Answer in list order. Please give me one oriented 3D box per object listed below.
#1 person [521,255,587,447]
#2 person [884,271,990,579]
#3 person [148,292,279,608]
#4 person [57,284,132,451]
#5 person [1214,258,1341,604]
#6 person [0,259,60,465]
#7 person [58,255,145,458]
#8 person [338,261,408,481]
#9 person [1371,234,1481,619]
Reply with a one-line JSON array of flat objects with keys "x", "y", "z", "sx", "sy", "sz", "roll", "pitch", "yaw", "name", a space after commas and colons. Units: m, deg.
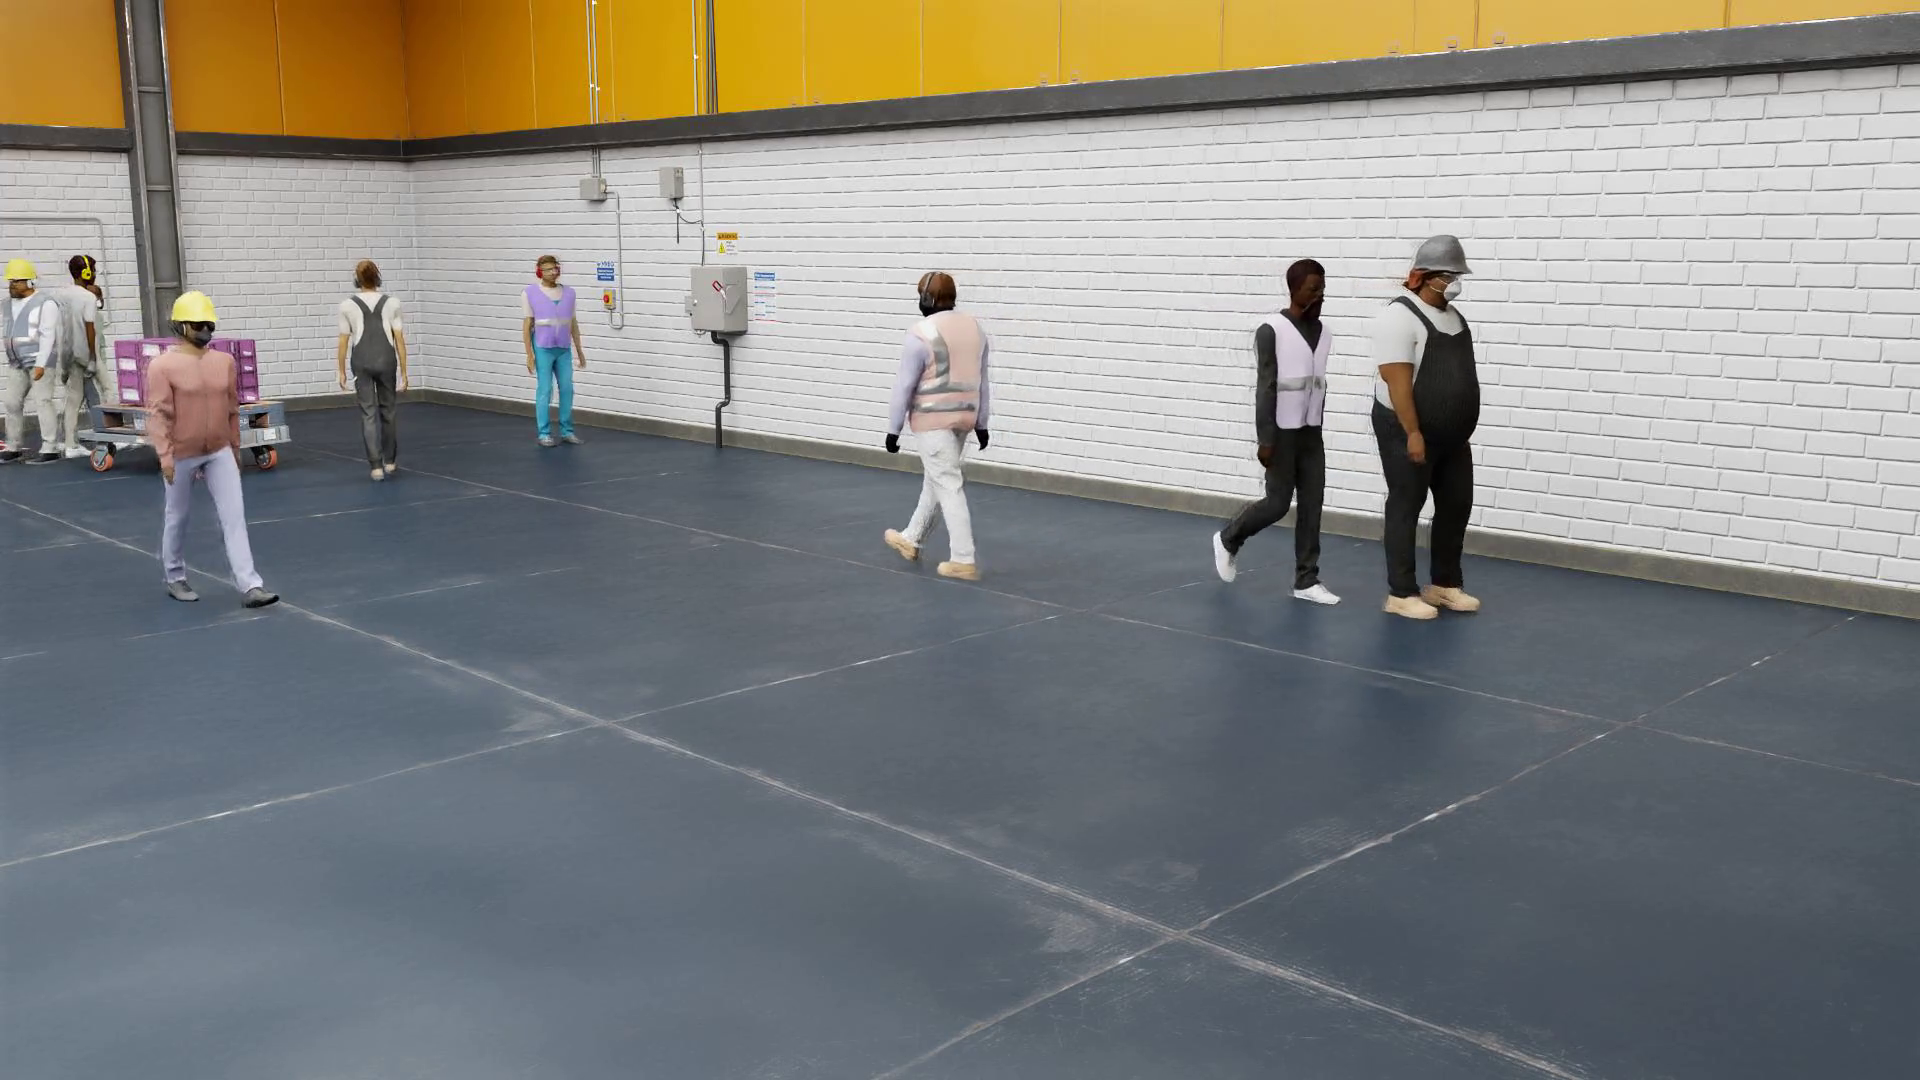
[{"x": -3.914, "y": -1.806, "z": 16.020, "sx": 0.635, "sy": 1.837, "sz": 0.369, "roll": -10, "pitch": 14, "yaw": -43, "name": "person"}, {"x": -0.205, "y": -0.694, "z": 9.976, "sx": 0.918, "sy": 1.799, "sz": 0.659, "roll": 9, "pitch": 14, "yaw": 41, "name": "person"}, {"x": -4.099, "y": -0.478, "z": 9.017, "sx": 0.900, "sy": 1.711, "sz": 0.543, "roll": 7, "pitch": 13, "yaw": 35, "name": "person"}, {"x": -8.133, "y": -1.597, "z": 15.501, "sx": 0.842, "sy": 1.576, "sz": 0.505, "roll": 0, "pitch": 10, "yaw": 2, "name": "person"}, {"x": 1.813, "y": -0.612, "z": 9.277, "sx": 0.607, "sy": 1.897, "sz": 0.726, "roll": -8, "pitch": 13, "yaw": -38, "name": "person"}, {"x": -8.241, "y": -1.566, "z": 14.698, "sx": 0.602, "sy": 1.816, "sz": 0.476, "roll": 3, "pitch": 11, "yaw": 14, "name": "person"}, {"x": -7.976, "y": -1.694, "z": 15.344, "sx": 0.510, "sy": 1.837, "sz": 0.835, "roll": 5, "pitch": 11, "yaw": 23, "name": "person"}, {"x": -4.900, "y": -1.411, "z": 13.887, "sx": 0.532, "sy": 1.812, "sz": 0.800, "roll": -4, "pitch": 11, "yaw": -22, "name": "person"}, {"x": 2.478, "y": -0.600, "z": 8.813, "sx": 0.702, "sy": 2.000, "sz": 0.536, "roll": -8, "pitch": 13, "yaw": -36, "name": "person"}]
